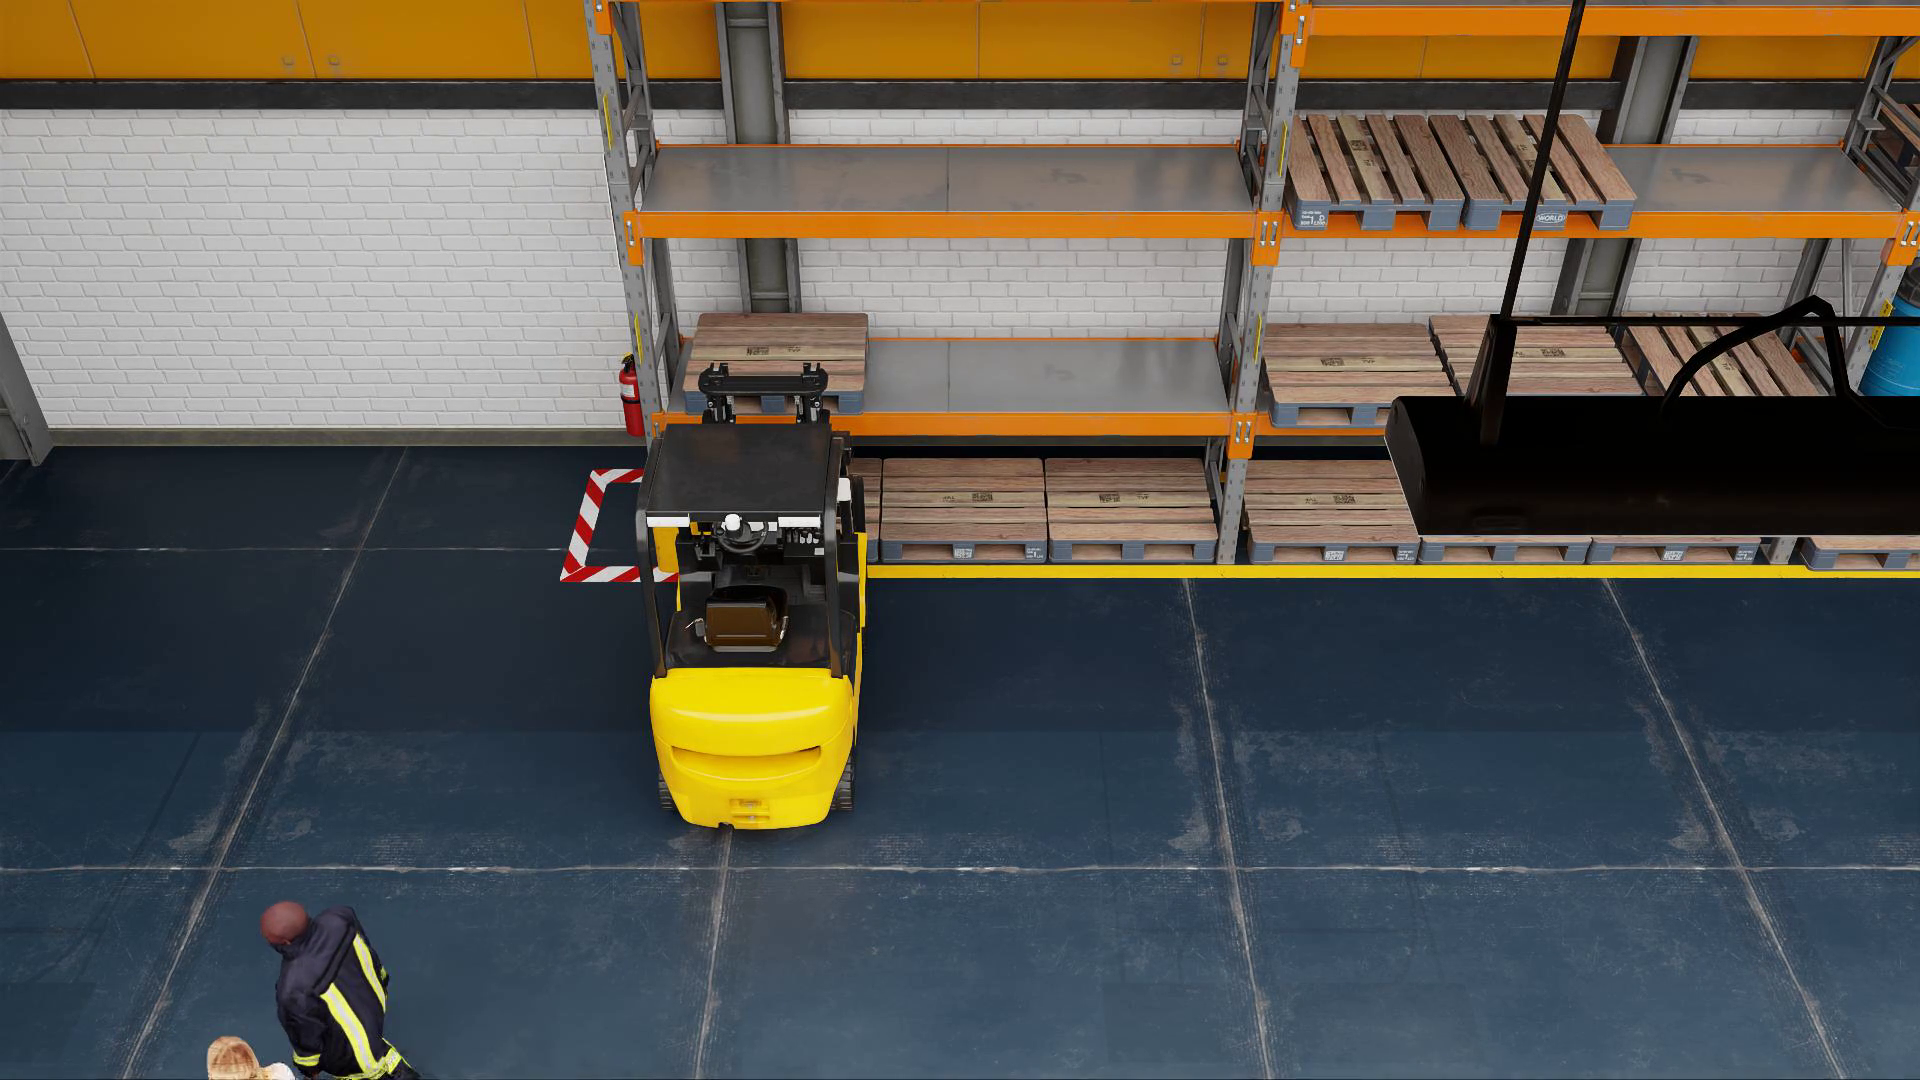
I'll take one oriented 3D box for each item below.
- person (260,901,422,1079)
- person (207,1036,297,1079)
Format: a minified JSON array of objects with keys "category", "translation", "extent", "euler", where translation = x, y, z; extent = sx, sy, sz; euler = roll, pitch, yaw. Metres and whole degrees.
[{"category":"person","translation":[-2.857,2.293,7.922],"extent":[0.831,1.803,0.839],"euler":[10,40,12]},{"category":"person","translation":[-2.910,2.833,7.277],"extent":[1.222,1.763,1.020],"euler":[20,43,23]}]
